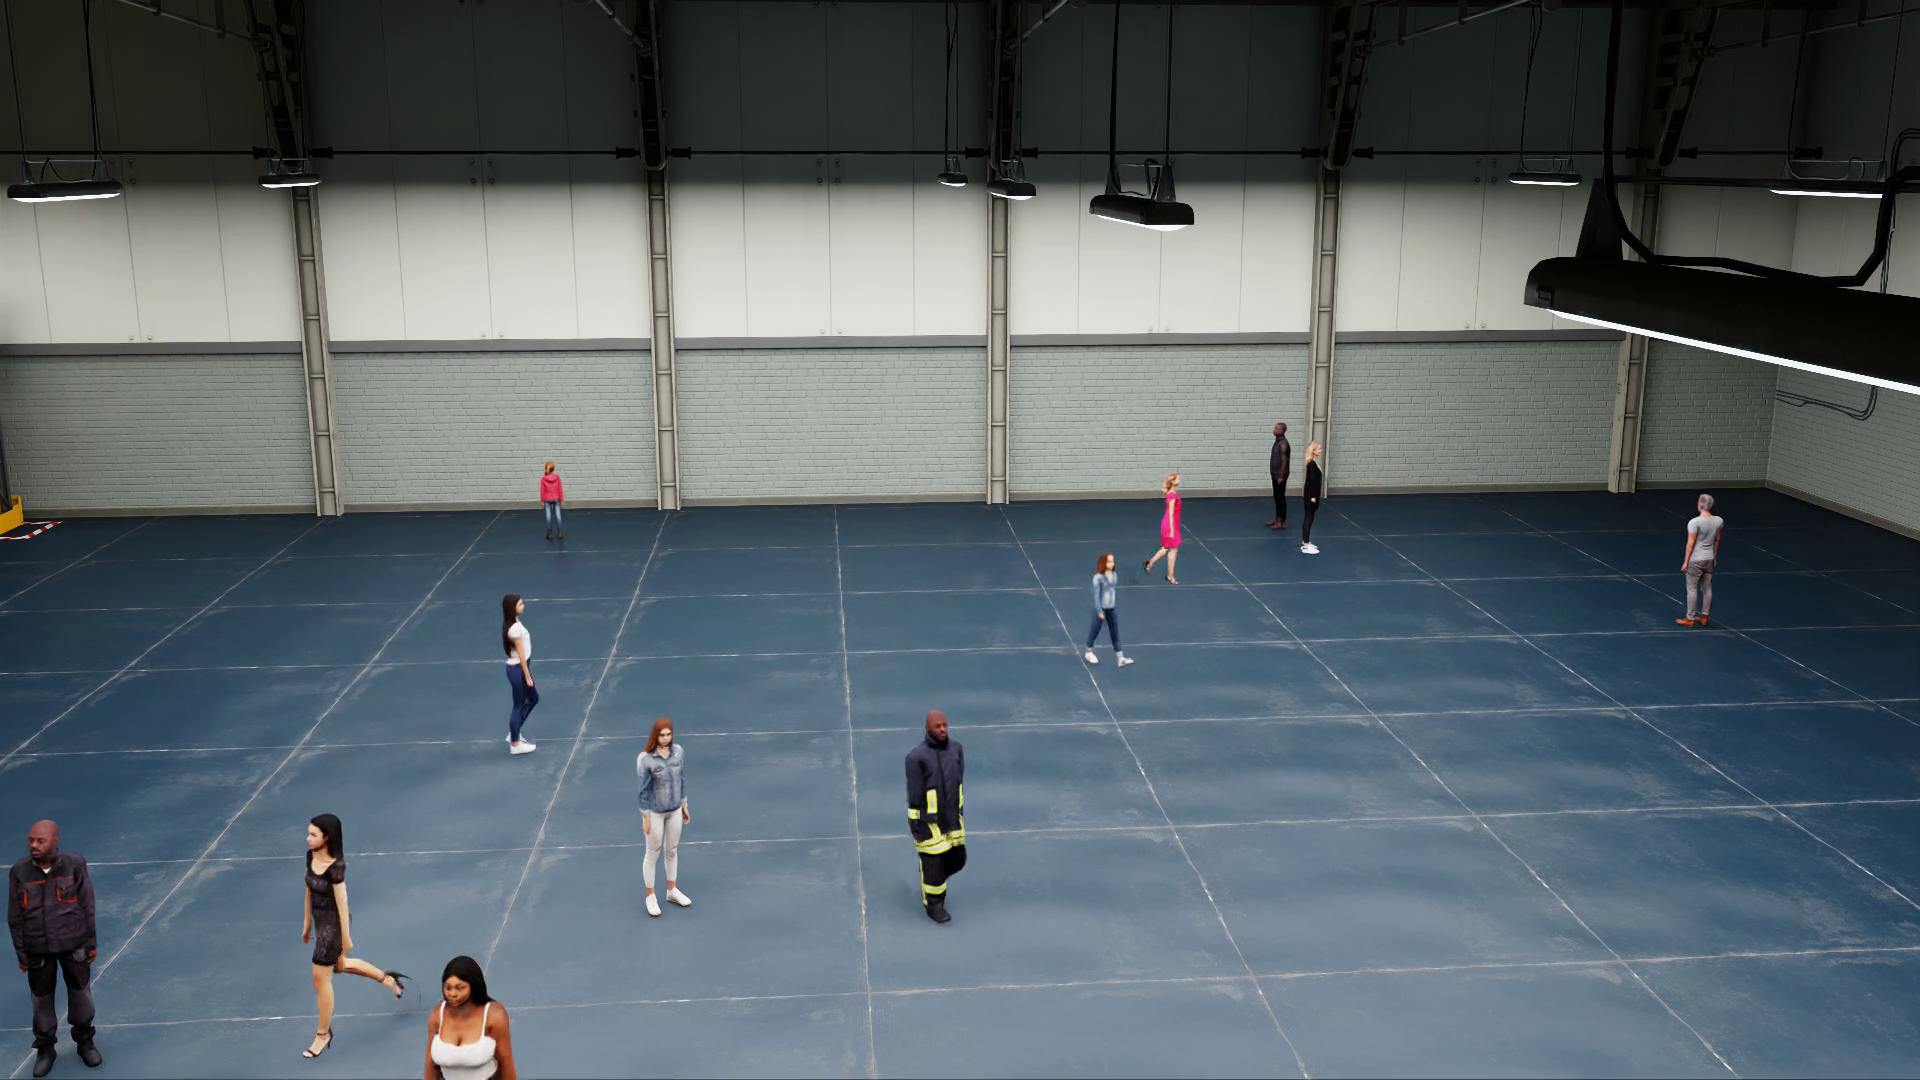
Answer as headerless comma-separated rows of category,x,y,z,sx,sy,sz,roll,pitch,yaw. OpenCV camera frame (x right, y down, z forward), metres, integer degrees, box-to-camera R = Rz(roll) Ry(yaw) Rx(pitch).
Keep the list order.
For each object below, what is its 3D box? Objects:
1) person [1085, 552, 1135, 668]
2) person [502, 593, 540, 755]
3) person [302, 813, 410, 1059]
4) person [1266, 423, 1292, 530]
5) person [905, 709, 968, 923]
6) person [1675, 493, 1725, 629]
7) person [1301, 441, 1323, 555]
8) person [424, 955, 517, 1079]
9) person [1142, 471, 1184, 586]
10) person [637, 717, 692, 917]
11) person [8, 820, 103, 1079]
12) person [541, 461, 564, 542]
person,1.746,0.874,20.778,1.020,1.443,0.961,-10,16,-36
person,-4.774,1.438,17.631,0.650,1.764,0.641,-4,14,-16
person,-4.406,2.770,11.873,1.139,1.767,1.009,-12,18,-43
person,5.475,-1.107,28.466,0.557,1.835,0.688,-1,13,-3
person,-0.242,2.271,13.933,0.993,1.810,1.014,-8,15,-32
person,10.037,0.275,22.508,0.588,1.830,0.802,-4,14,-18
person,5.646,-0.698,26.773,0.595,1.801,0.649,2,13,9
person,-2.830,3.258,9.788,1.191,1.757,0.945,3,13,11
person,3.043,-0.182,24.735,0.844,1.716,0.637,0,13,1
person,-2.522,2.300,14.055,0.651,1.698,0.750,-11,17,-40
person,-6.324,2.797,11.634,0.671,1.823,0.831,-6,15,-26
person,-6.793,-0.660,27.684,0.498,1.317,0.627,-5,14,-21
